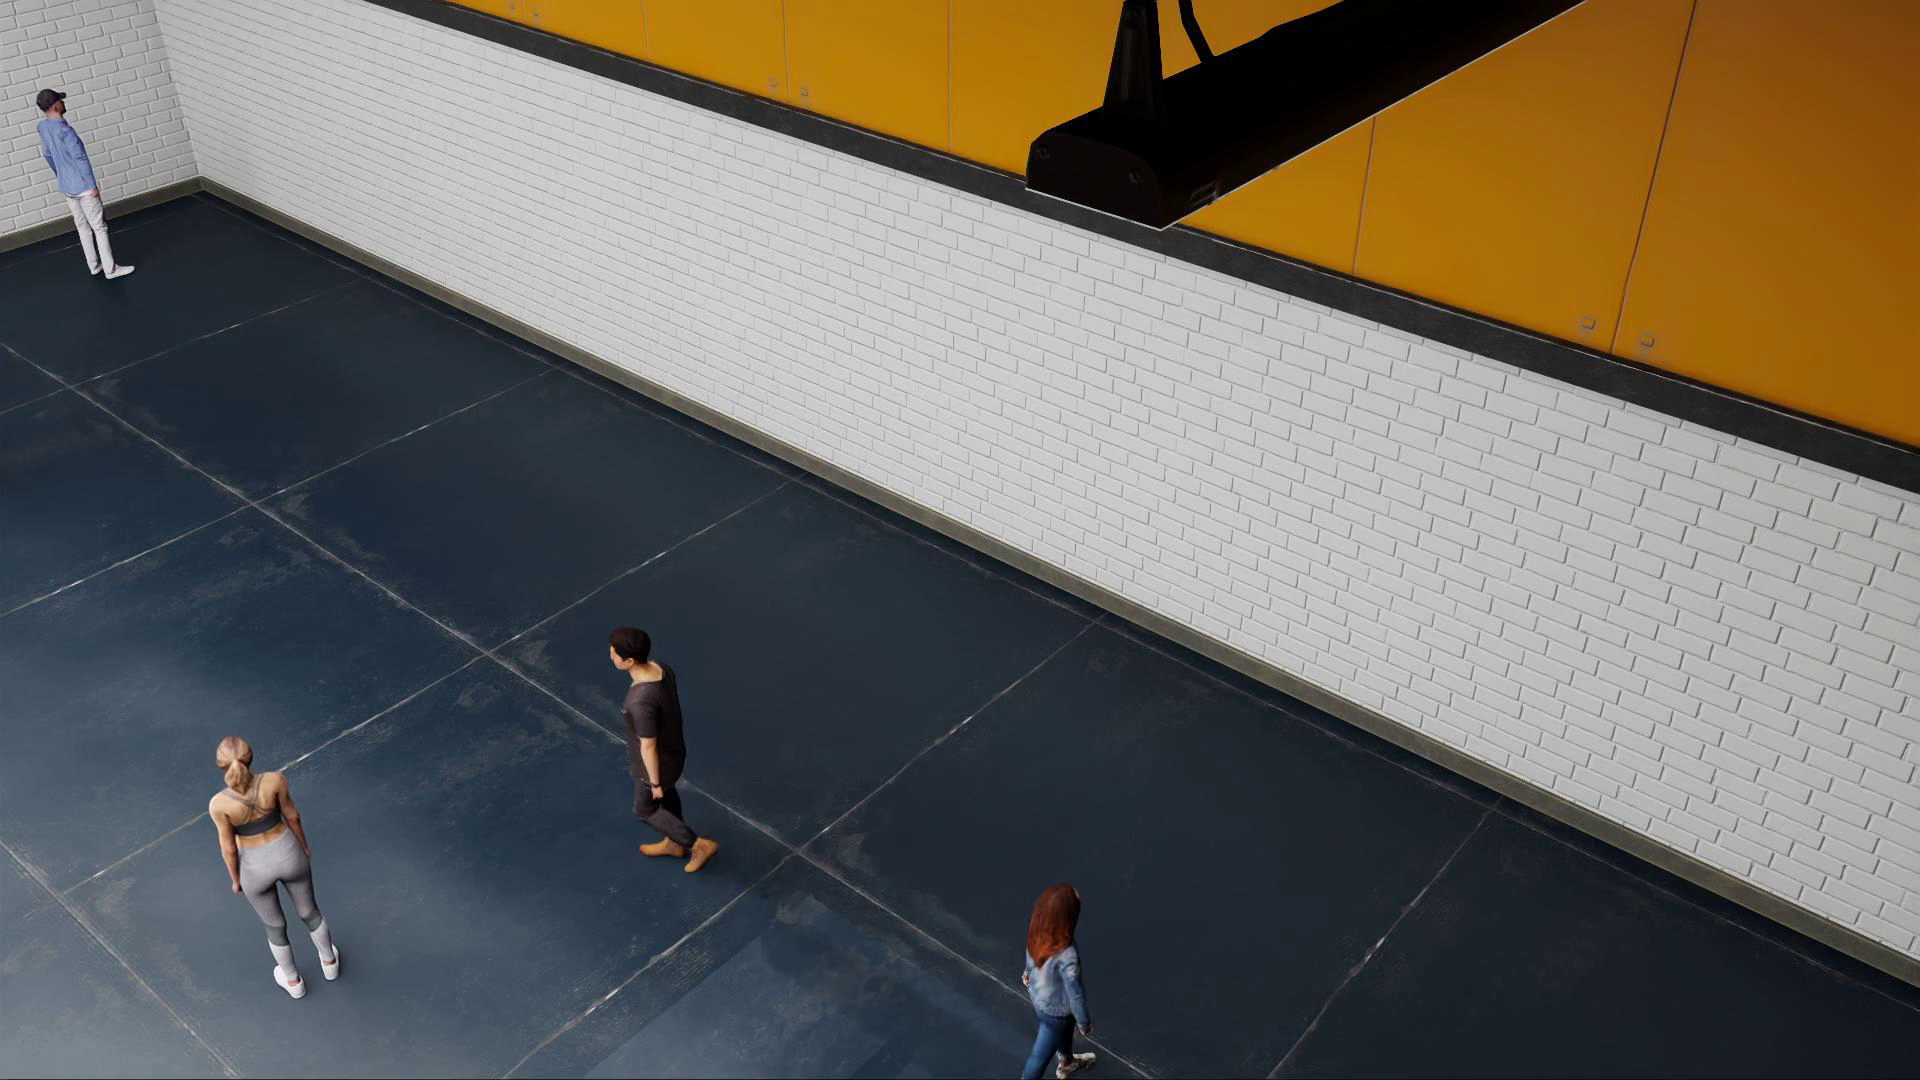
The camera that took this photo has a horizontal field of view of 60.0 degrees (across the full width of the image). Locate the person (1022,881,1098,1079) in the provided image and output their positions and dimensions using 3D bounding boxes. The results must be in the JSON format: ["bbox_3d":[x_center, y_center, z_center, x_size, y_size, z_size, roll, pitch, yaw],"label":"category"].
[{"bbox_3d":[0.385,2.216,7.997,0.837,1.465,0.764,-11,35,-17],"label":"person"}]

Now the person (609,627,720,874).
[{"bbox_3d":[-1.617,1.199,9.317,0.894,1.698,0.850,6,34,9],"label":"person"}]

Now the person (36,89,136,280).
[{"bbox_3d":[-8.565,-3.457,16.150,0.697,1.888,0.645,16,37,23],"label":"person"}]

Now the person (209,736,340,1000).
[{"bbox_3d":[-3.549,1.684,8.583,0.556,1.703,0.678,-21,39,-29],"label":"person"}]
